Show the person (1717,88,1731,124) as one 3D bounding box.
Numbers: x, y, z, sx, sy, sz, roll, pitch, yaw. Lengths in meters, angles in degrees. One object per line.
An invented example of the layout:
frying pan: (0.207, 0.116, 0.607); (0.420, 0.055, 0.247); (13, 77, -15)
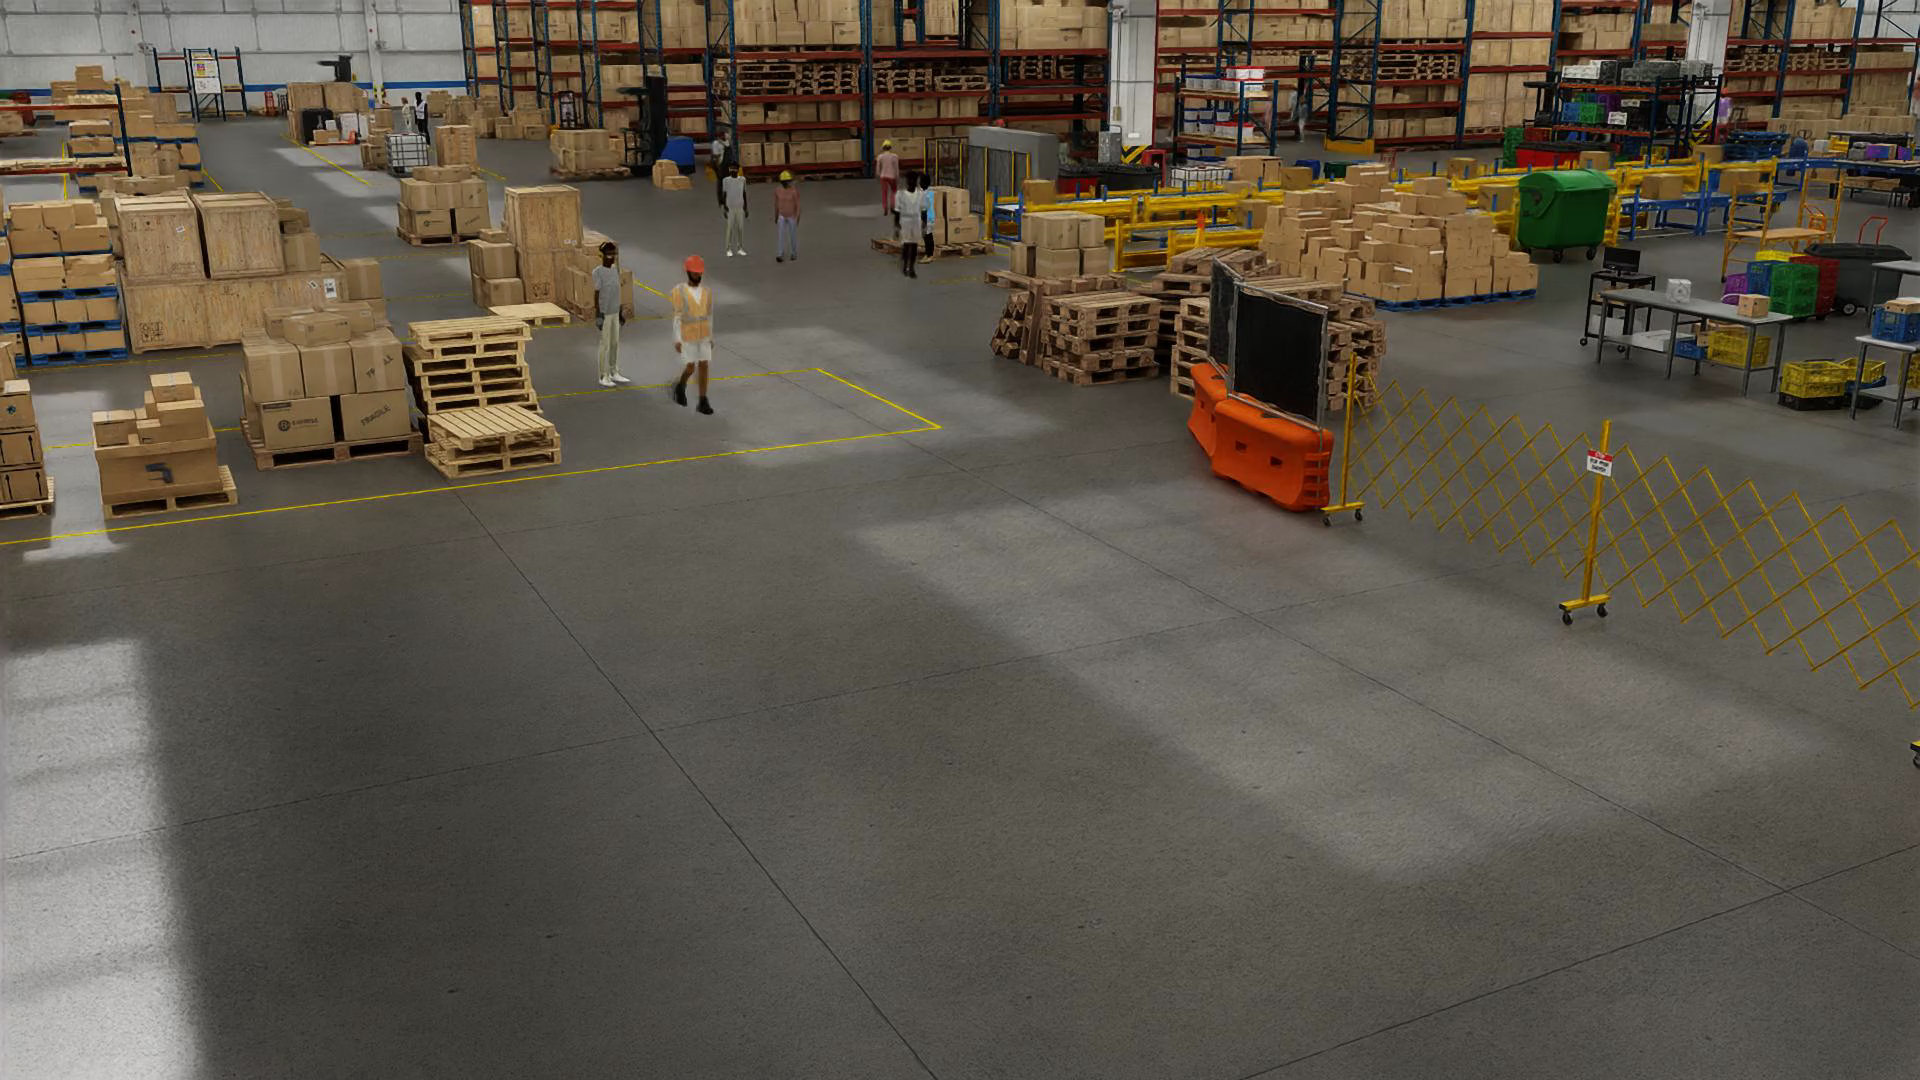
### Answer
person: (27.919, -15.560, 60.930); (0.617, 1.909, 0.645); (10, 20, 28)

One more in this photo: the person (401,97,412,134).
person: (-19.987, -15.164, 60.126); (0.315, 1.629, 0.509); (-11, 21, -30)

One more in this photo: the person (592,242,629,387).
person: (-4.553, -2.940, 21.637); (0.313, 1.864, 0.530); (9, 20, 25)

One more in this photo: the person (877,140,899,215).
person: (-1.701, -8.618, 39.531); (0.547, 1.740, 0.662); (2, 18, 7)

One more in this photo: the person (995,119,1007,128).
person: (0.955, -9.998, 43.461); (0.562, 1.974, 0.636); (-13, 22, -35)

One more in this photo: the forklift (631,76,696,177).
forklift: (-8.800, -12.063, 48.441); (1.873, 2.768, 1.129); (-9, 20, -26)

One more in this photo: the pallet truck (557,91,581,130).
pallet truck: (-13.495, -14.412, 57.188); (0.823, 1.965, 1.885); (-3, 18, -9)

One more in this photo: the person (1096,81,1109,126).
person: (5.937, -17.947, 68.412); (0.708, 1.871, 0.937); (-1, 18, -2)

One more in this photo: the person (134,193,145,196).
person: (-13.182, -4.637, 26.891); (0.604, 1.888, 0.890); (-3, 18, -8)

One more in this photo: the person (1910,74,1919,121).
person: (41.382, -19.126, 71.886); (0.609, 1.996, 0.383); (6, 19, 19)

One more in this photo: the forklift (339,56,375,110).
forklift: (-25.337, -18.623, 68.892); (1.873, 2.768, 1.129); (-9, 20, -26)

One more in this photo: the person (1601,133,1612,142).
person: (21.619, -13.660, 55.193); (0.894, 1.784, 0.585); (-9, 20, -26)

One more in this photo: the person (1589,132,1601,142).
person: (22.024, -14.343, 57.478); (0.521, 1.677, 0.540); (-14, 23, -37)

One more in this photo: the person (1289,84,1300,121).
person: (13.560, -17.420, 66.875); (0.901, 1.795, 0.587); (-6, 19, -17)

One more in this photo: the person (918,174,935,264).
person: (-0.655, -6.169, 31.971); (0.321, 1.697, 0.530); (5, 18, 15)

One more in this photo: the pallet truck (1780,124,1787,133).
pallet truck: (25.206, -12.542, 52.601); (1.601, 1.201, 0.680); (0, 18, -2)

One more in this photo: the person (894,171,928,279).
person: (-0.869, -5.686, 30.056); (0.628, 1.947, 0.522); (-8, 19, -23)

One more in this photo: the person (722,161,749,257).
person: (-4.432, -6.550, 32.895); (0.517, 1.865, 0.334); (-8, 19, -23)

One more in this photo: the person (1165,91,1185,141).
person: (8.021, -15.596, 61.117); (1.009, 1.862, 0.655); (11, 21, 30)

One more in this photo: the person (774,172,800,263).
person: (-3.352, -6.244, 32.162); (0.543, 1.711, 0.895); (3, 18, 10)

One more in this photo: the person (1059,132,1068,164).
person: (2.664, -9.841, 43.536); (0.435, 1.612, 0.543); (-5, 18, -16)

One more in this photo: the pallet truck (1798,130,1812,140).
pallet truck: (25.526, -11.556, 49.408); (1.630, 1.274, 0.653); (-9, 20, -26)

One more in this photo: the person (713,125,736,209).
person: (-5.692, -9.108, 40.581); (0.624, 2.000, 0.706); (6, 19, 19)

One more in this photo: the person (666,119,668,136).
person: (-8.921, -11.927, 49.623); (0.342, 1.882, 0.579); (15, 23, 38)

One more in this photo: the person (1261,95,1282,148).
person: (10.895, -14.558, 57.881); (0.895, 1.859, 0.650); (-4, 18, -12)

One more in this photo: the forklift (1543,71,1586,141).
forklift: (18.685, -13.231, 52.085); (1.873, 2.768, 1.129); (-9, 20, -26)

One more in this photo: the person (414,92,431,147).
person: (-18.915, -14.777, 58.476); (0.589, 1.909, 0.386); (9, 20, 27)

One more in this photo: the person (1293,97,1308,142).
person: (12.432, -15.303, 60.606); (0.576, 1.608, 0.590); (-8, 20, -24)

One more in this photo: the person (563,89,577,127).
person: (-14.390, -15.681, 61.397); (0.430, 1.845, 0.624); (9, 20, 27)

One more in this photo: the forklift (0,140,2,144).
forklift: (-35.424, -15.543, 59.291); (1.873, 2.768, 1.129); (13, 22, 35)

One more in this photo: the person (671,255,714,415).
person: (-3.219, -2.485, 20.114); (0.561, 1.927, 0.522); (-15, 23, -38)
